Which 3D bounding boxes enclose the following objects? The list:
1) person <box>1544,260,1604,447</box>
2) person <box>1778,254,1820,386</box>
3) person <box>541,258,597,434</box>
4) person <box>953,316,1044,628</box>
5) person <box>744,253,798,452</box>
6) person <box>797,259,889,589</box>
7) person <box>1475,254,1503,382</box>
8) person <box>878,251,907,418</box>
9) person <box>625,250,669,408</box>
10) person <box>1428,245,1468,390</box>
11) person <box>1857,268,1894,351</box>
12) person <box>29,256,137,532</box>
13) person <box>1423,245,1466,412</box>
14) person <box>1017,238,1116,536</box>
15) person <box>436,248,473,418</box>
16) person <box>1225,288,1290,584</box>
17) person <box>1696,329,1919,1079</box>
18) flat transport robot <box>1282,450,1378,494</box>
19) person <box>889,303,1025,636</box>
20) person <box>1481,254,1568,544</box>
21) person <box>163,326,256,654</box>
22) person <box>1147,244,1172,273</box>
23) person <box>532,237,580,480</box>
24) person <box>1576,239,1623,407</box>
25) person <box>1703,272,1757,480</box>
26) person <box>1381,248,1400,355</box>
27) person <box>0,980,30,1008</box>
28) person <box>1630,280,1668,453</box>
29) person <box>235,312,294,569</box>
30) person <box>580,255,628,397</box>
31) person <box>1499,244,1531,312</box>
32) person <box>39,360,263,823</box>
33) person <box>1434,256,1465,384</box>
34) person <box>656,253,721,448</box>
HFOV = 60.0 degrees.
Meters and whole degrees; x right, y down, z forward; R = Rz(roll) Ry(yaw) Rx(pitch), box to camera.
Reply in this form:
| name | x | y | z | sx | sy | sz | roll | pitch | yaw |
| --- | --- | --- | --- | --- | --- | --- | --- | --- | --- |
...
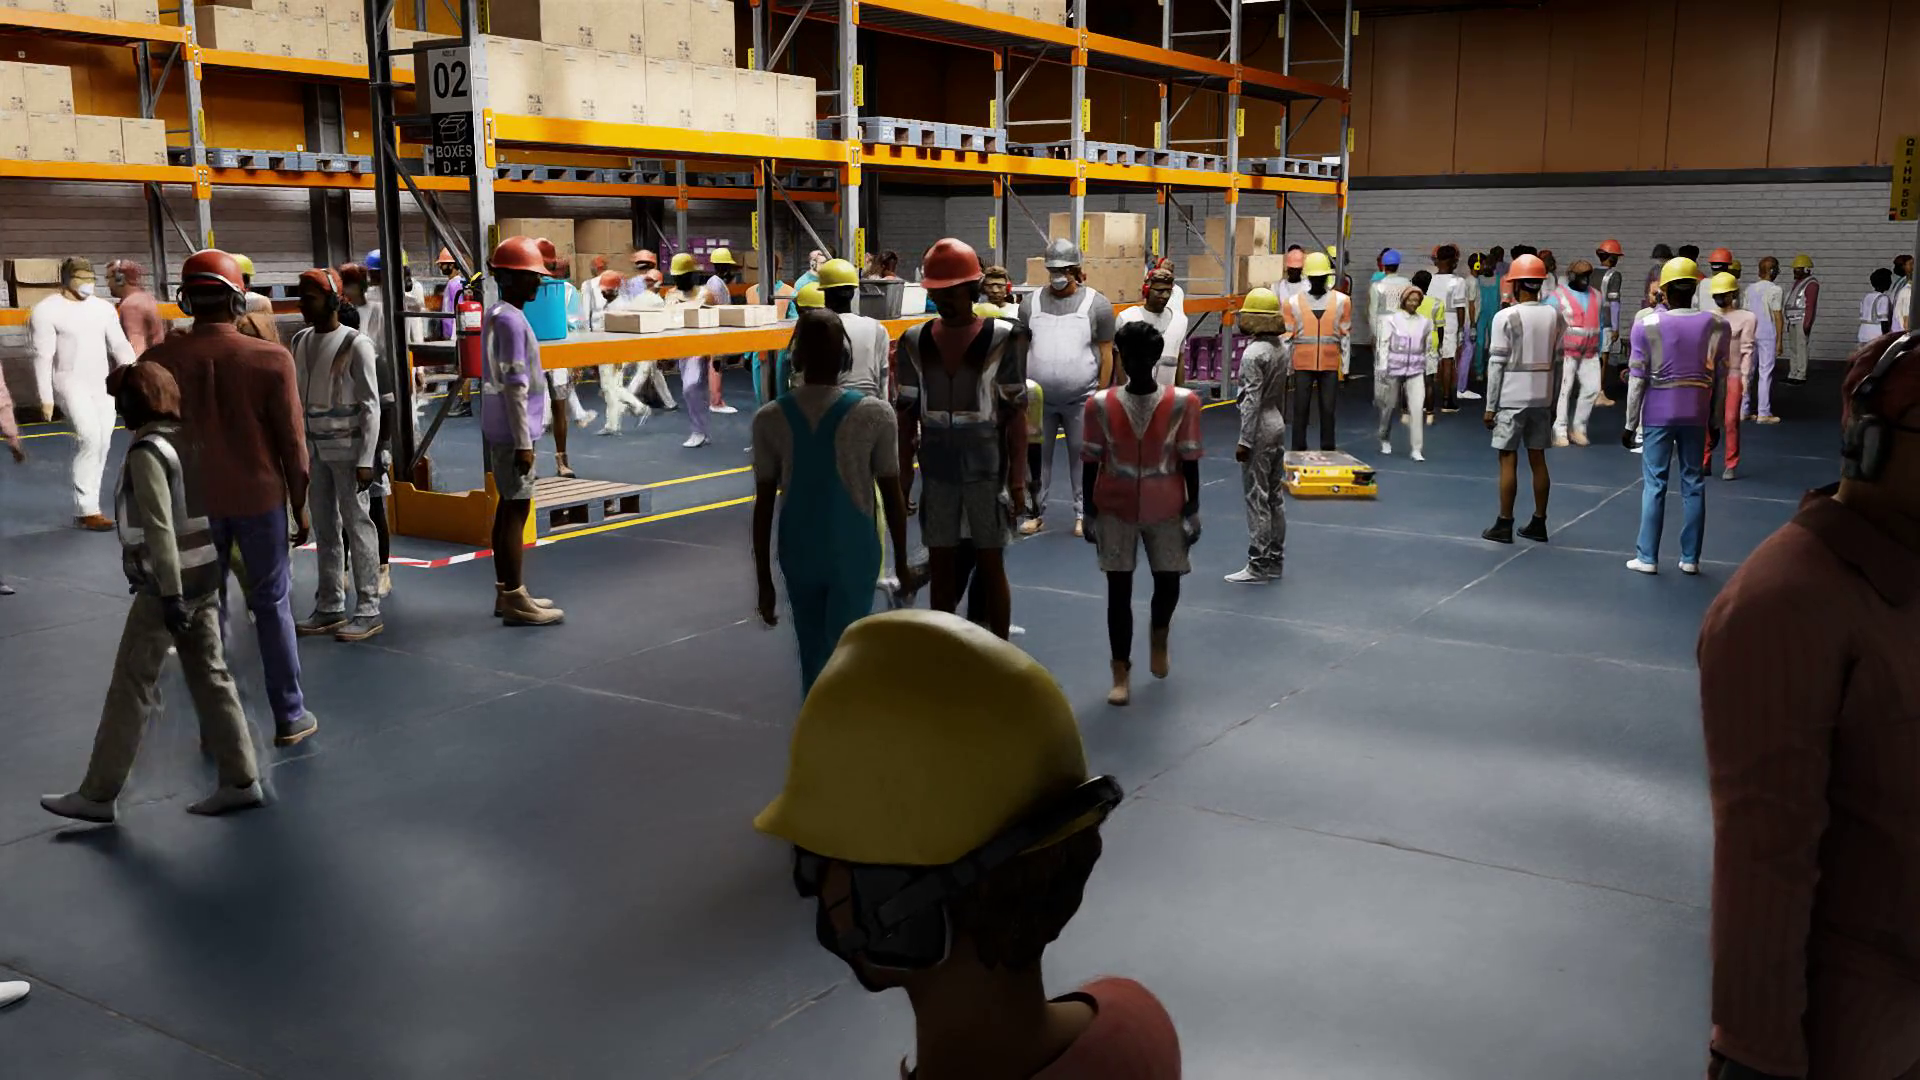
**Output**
| name | x | y | z | sx | sy | sz | roll | pitch | yaw |
| --- | --- | --- | --- | --- | --- | --- | --- | --- | --- |
| person | 6.030 | -1.823 | 16.305 | 0.663 | 1.829 | 0.485 | -3 | 11 | -14 |
| person | 11.688 | -3.052 | 23.159 | 0.403 | 1.824 | 0.591 | 1 | 10 | 4 |
| person | -4.184 | -2.056 | 17.633 | 0.590 | 1.829 | 1.013 | 5 | 11 | 26 |
| person | 0.141 | -0.234 | 7.962 | 0.553 | 1.664 | 0.445 | -4 | 11 | -23 |
| person | -1.795 | -1.778 | 15.817 | 0.593 | 1.922 | 0.392 | 5 | 12 | 27 |
| person | -0.679 | -0.647 | 9.573 | 0.584 | 1.918 | 0.401 | -7 | 13 | -35 |
| person | 7.519 | -3.153 | 23.702 | 0.575 | 1.822 | 0.461 | 3 | 11 | 14 |
| person | -0.726 | -2.106 | 17.678 | 0.389 | 1.909 | 0.597 | 9 | 14 | 41 |
| person | -3.742 | -2.531 | 20.037 | 0.602 | 1.902 | 0.415 | 7 | 12 | 34 |
| person | 6.408 | -2.966 | 22.324 | 1.030 | 1.936 | 0.628 | -7 | 12 | -32 |
| person | 10.727 | -2.330 | 19.497 | 0.316 | 1.696 | 0.540 | 0 | 10 | 2 |
| person | -6.118 | -1.028 | 11.687 | 0.645 | 1.909 | 0.648 | 4 | 11 | 20 |
| person | 5.685 | -2.497 | 19.668 | 0.610 | 1.964 | 0.366 | 9 | 13 | 40 |
| person | 0.693 | -1.032 | 11.350 | 0.684 | 2.000 | 0.535 | 3 | 11 | 15 |
| person | -5.778 | -2.368 | 19.040 | 0.357 | 1.938 | 0.543 | -3 | 11 | -14 |
| person | 1.761 | -0.611 | 9.842 | 0.303 | 1.742 | 0.494 | 7 | 12 | 34 |
| person | 1.316 | 0.647 | 2.426 | 0.652 | 1.904 | 0.402 | -9 | 13 | -40 |
| flat transport robot | 2.947 | -0.570 | 13.692 | 0.652 | 0.197 | 1.431 | 0 | 10 | 1 |
| person | 0.012 | -0.327 | 8.354 | 0.614 | 1.717 | 0.494 | -4 | 11 | -23 |
| person | 3.762 | -0.940 | 11.159 | 0.546 | 1.928 | 0.389 | -3 | 11 | -15 |
| person | -3.812 | -0.274 | 8.391 | 0.508 | 1.625 | 0.681 | -1 | 10 | -3 |
| person | 3.131 | -3.715 | 26.210 | 0.393 | 2.041 | 0.613 | 0 | 10 | 1 |
| person | -3.507 | -1.522 | 14.060 | 0.608 | 2.043 | 0.374 | -4 | 11 | -23 |
| person | 7.861 | -2.647 | 20.335 | 0.416 | 2.034 | 0.604 | -3 | 11 | -18 |
| person | 6.428 | -1.378 | 14.065 | 0.351 | 1.755 | 0.539 | -10 | 14 | -44 |
| person | 6.919 | -3.708 | 26.598 | 0.433 | 1.894 | 0.696 | 3 | 11 | 16 |
| person | -2.763 | 0.296 | 4.303 | 0.588 | 1.927 | 0.370 | 8 | 13 | 37 |
| person | 6.618 | -1.635 | 15.793 | 0.309 | 1.645 | 0.514 | 9 | 13 | 40 |
| person | -3.956 | -0.476 | 9.418 | 0.545 | 1.616 | 0.364 | 1 | 10 | 5 |
| person | -4.450 | -2.679 | 21.071 | 0.676 | 1.836 | 0.965 | -3 | 11 | -15 |
| person | 7.024 | -2.751 | 21.080 | 0.369 | 1.965 | 0.608 | 9 | 13 | 40 |
| person | -2.859 | 0.186 | 5.809 | 0.783 | 1.596 | 0.546 | -2 | 10 | -10 |
| person | 6.828 | -3.101 | 23.373 | 0.501 | 1.840 | 0.347 | 1 | 10 | 6 |
| person | -2.647 | -1.831 | 16.179 | 0.598 | 1.898 | 0.599 | 8 | 13 | 37 |
